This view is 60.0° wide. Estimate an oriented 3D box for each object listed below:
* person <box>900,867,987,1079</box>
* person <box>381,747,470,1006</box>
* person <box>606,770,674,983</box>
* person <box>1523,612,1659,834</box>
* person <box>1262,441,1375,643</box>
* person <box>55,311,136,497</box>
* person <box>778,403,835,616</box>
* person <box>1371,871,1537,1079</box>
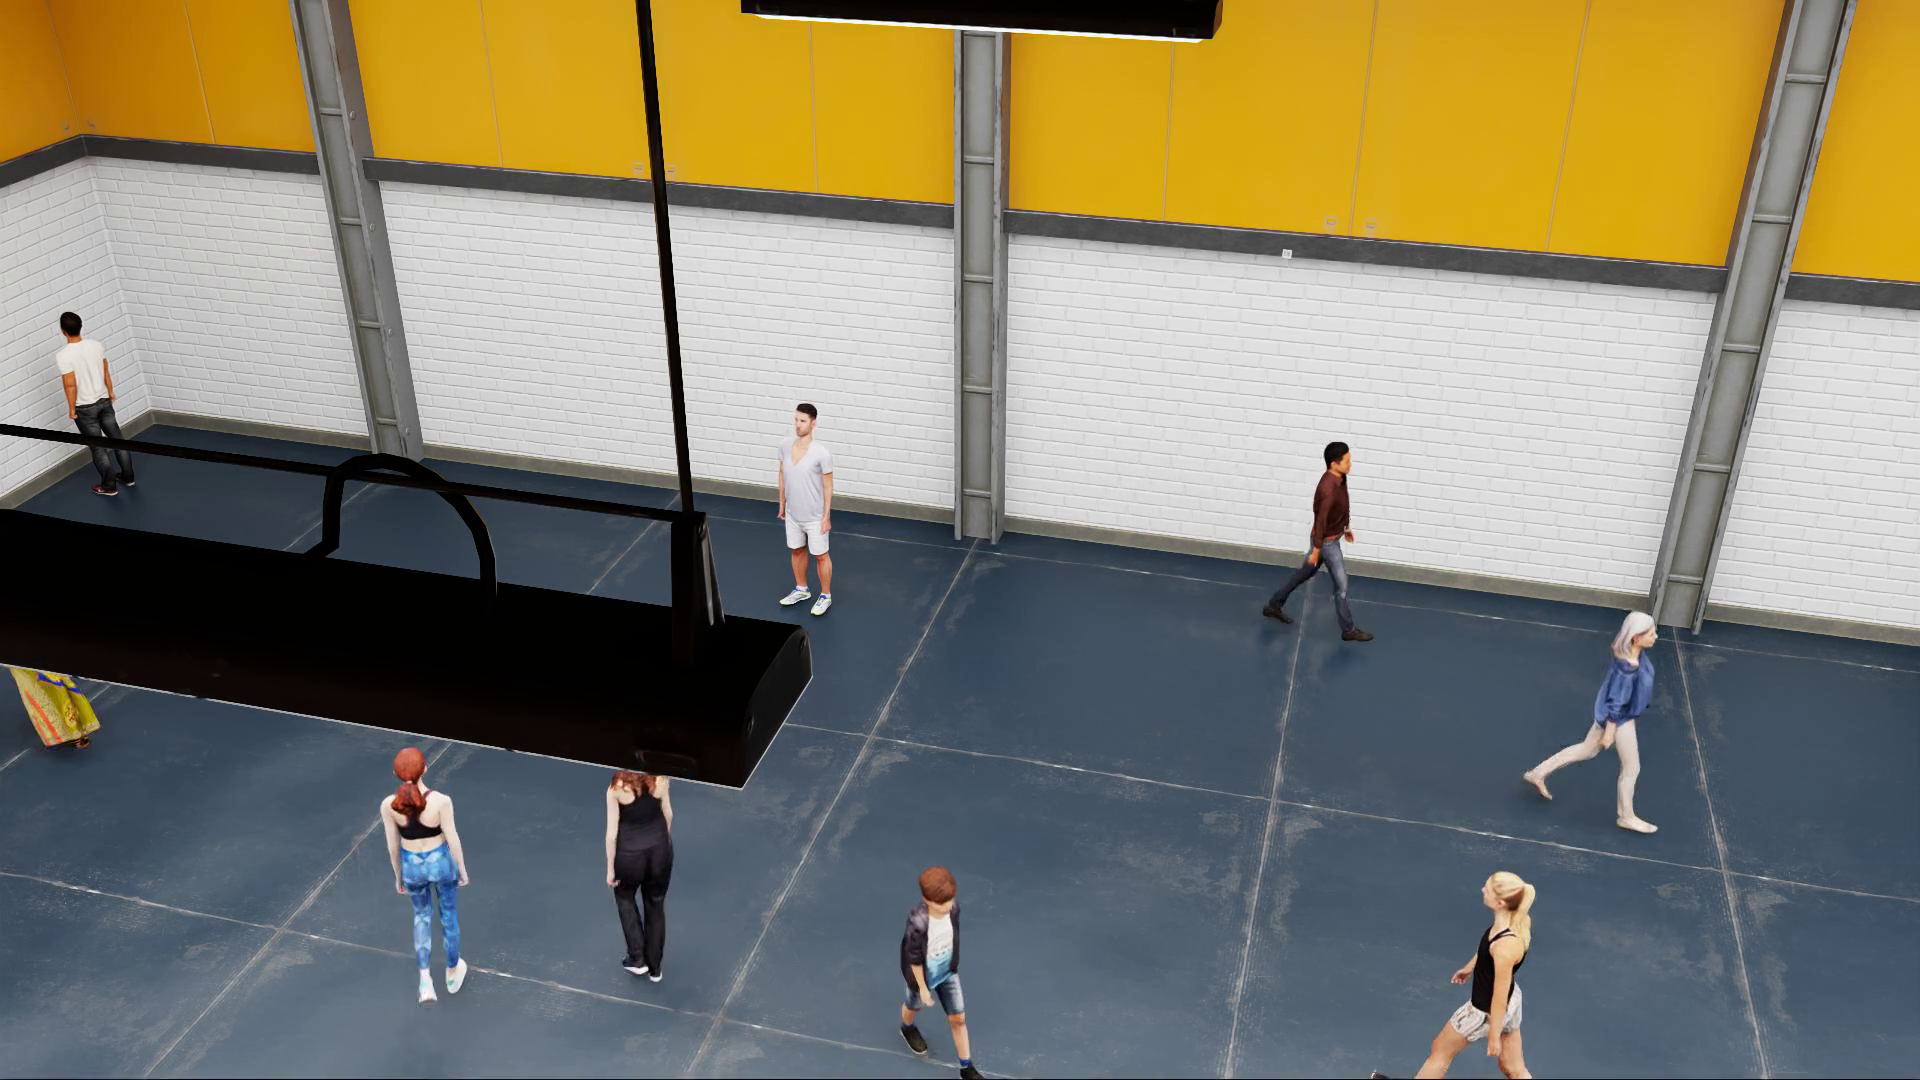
[{"bbox_3d":[-0.190,2.392,9.356,0.909,1.406,1.016,-20,34,-31],"label":"person"},{"bbox_3d":[-3.092,2.011,9.678,0.846,1.776,0.779,-2,29,-4],"label":"person"},{"bbox_3d":[-1.850,1.927,9.875,0.752,1.724,0.818,-16,32,-26],"label":"person"},{"bbox_3d":[4.339,1.208,11.271,1.167,1.659,0.709,10,30,18],"label":"person"},{"bbox_3d":[2.854,0.001,13.392,1.136,1.738,0.648,8,30,15],"label":"person"},{"bbox_3d":[-8.202,-1.298,15.715,0.593,1.803,0.683,13,31,22],"label":"person"},{"bbox_3d":[-1.262,-0.274,13.770,0.620,1.857,0.802,17,33,28],"label":"person"},{"bbox_3d":[2.891,2.502,8.755,1.263,1.787,0.865,18,33,29],"label":"person"}]
